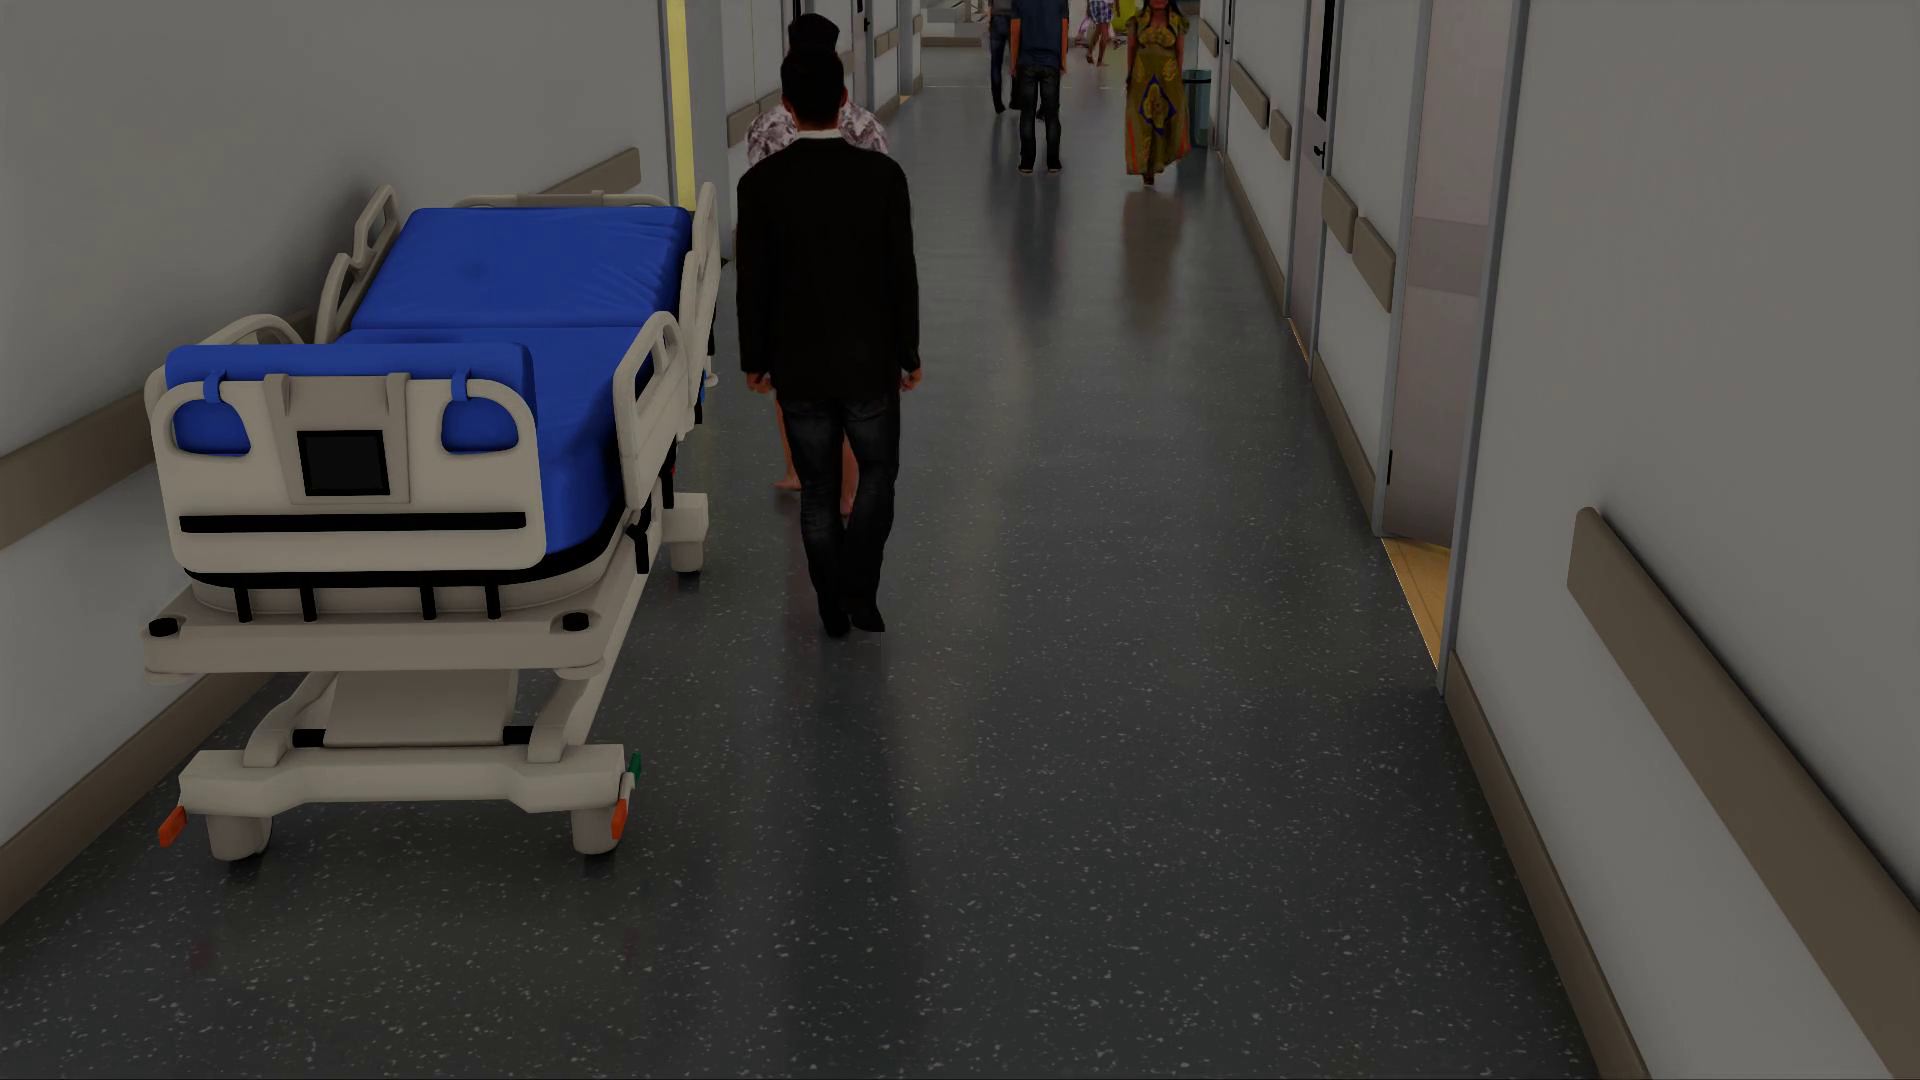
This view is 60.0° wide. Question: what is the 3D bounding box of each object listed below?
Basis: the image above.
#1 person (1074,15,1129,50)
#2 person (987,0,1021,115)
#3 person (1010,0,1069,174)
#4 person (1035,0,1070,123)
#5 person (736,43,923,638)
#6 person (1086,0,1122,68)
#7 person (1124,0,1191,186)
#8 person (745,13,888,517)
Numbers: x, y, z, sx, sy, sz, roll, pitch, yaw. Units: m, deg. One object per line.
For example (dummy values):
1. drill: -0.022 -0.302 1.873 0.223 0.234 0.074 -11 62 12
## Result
1. person: 2.131 -8.742 26.727 1.263 1.709 0.896 10 23 24
2. person: 0.496 -5.665 18.367 0.765 1.877 0.874 5 21 14
3. person: 0.677 -4.083 14.284 0.506 1.810 0.722 0 21 -1
4. person: 0.964 -5.336 17.730 1.195 1.712 0.887 8 22 20
5. person: -0.368 -0.516 4.888 0.754 1.795 0.806 -1 21 -1
6. person: 1.985 -7.664 23.879 0.768 1.709 0.836 18 28 40
7. person: 1.599 -3.782 13.723 0.979 1.644 0.876 0 21 1
8. person: -0.479 -0.949 6.021 0.666 1.801 0.808 -2 21 -6
